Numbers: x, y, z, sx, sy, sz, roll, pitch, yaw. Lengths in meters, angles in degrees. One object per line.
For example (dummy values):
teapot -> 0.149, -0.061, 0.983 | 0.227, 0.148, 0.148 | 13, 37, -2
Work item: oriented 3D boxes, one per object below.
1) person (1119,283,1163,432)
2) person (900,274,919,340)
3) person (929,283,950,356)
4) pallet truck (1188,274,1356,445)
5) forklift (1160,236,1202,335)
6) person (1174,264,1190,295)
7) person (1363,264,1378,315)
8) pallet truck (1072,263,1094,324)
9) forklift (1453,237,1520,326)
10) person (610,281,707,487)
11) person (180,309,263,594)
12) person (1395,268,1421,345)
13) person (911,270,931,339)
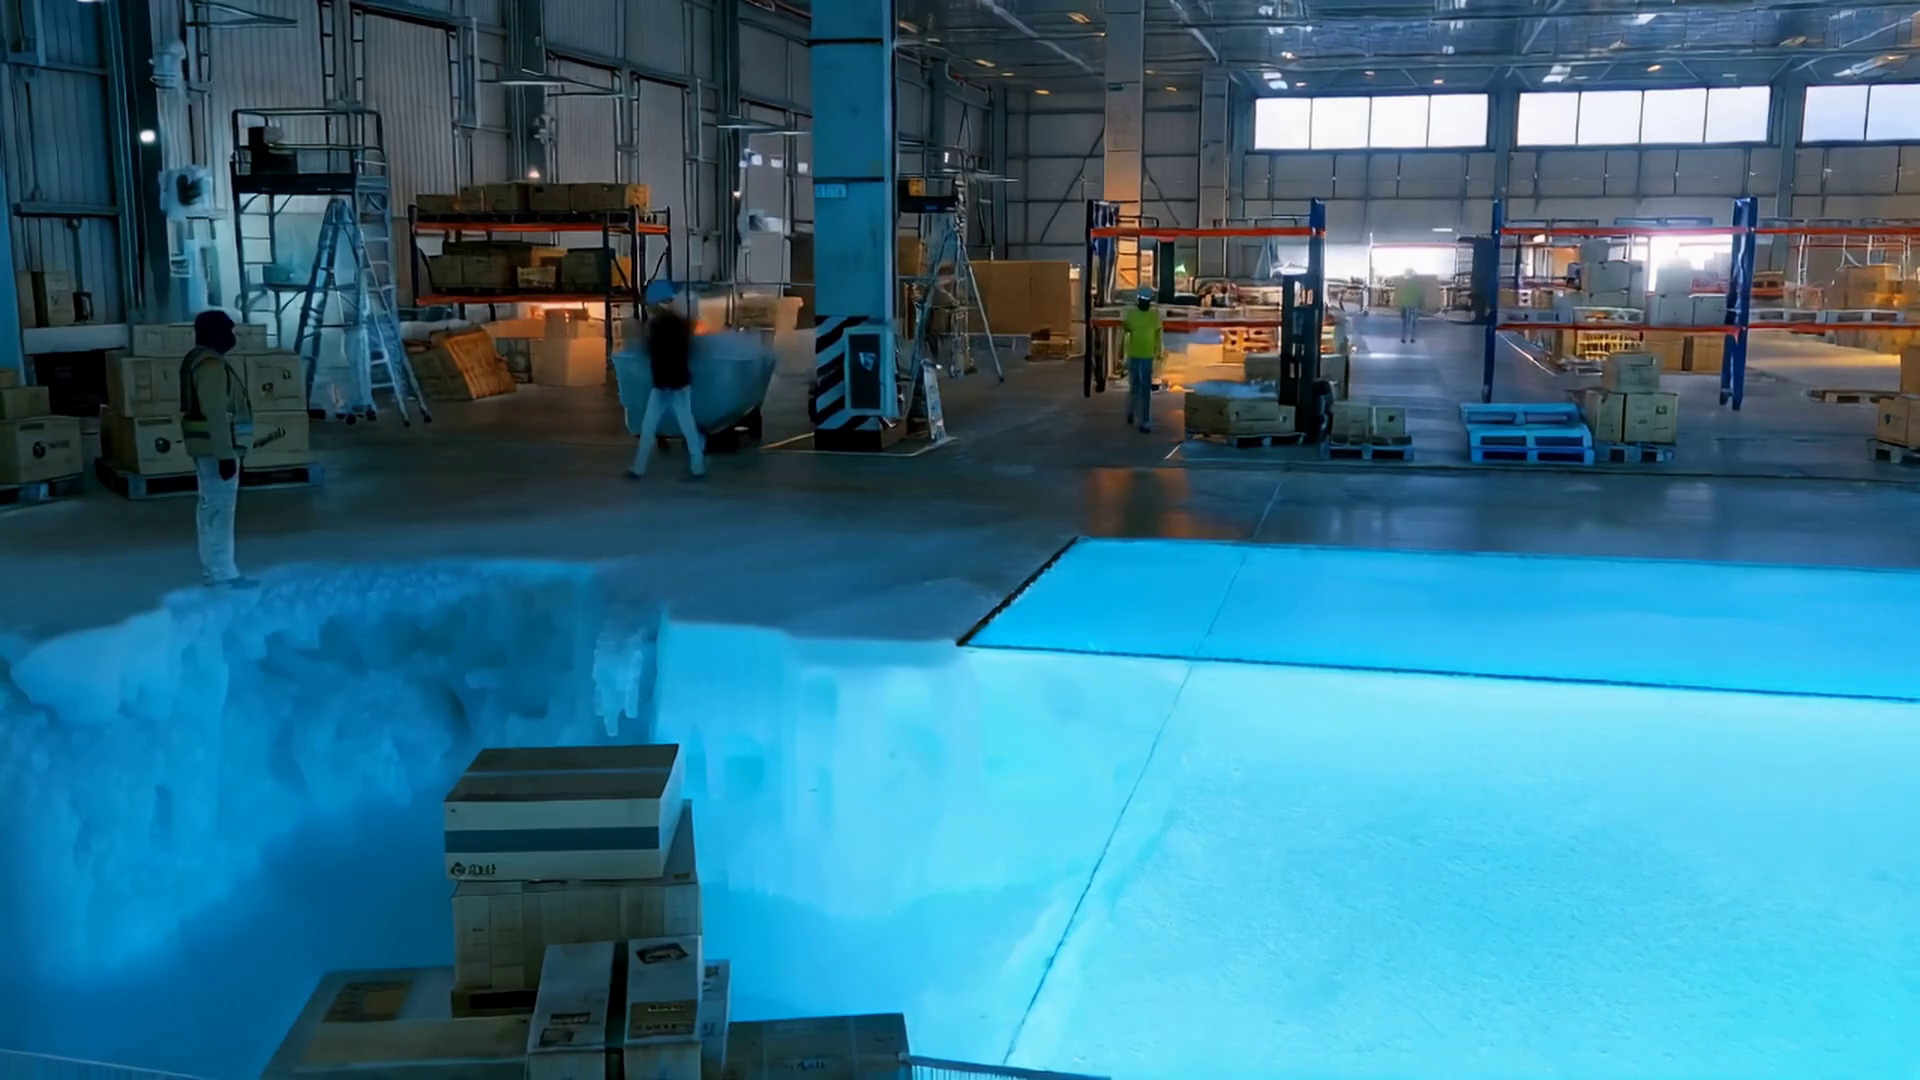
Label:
person -> 2.273, -2.266, 20.751 | 0.556, 1.856, 0.405 | -2, 10, -10
person -> -1.175, -5.066, 37.411 | 0.522, 1.808, 0.945 | -3, 10, -18
person -> -0.428, -4.878, 36.560 | 0.490, 1.718, 0.753 | -5, 11, -26
pallet truck -> 3.653, -2.138, 19.590 | 1.885, 1.965, 0.823 | -4, 10, -20
forklift -> 5.866, -7.214, 46.878 | 1.873, 2.768, 1.129 | 2, 10, 14
person -> 7.784, -8.735, 58.617 | 0.627, 1.936, 0.370 | 3, 10, 15
person -> 15.689, -9.568, 63.511 | 0.551, 1.934, 0.373 | 7, 12, 35
pallet truck -> 4.325, -8.180, 55.162 | 0.823, 1.965, 1.885 | 6, 11, 31
forklift -> 16.646, -8.157, 52.434 | 1.873, 2.768, 1.129 | 1, 10, 8
person -> -2.833, -1.453, 15.700 | 0.983, 1.940, 0.624 | -9, 13, -41
person -> -4.834, -0.578, 10.861 | 0.430, 1.844, 0.624 | -6, 12, -34
person -> 11.148, -5.818, 41.462 | 0.653, 1.926, 0.432 | -1, 10, -4
person -> -0.965, -5.708, 40.944 | 0.572, 1.883, 0.353 | 4, 10, 20
